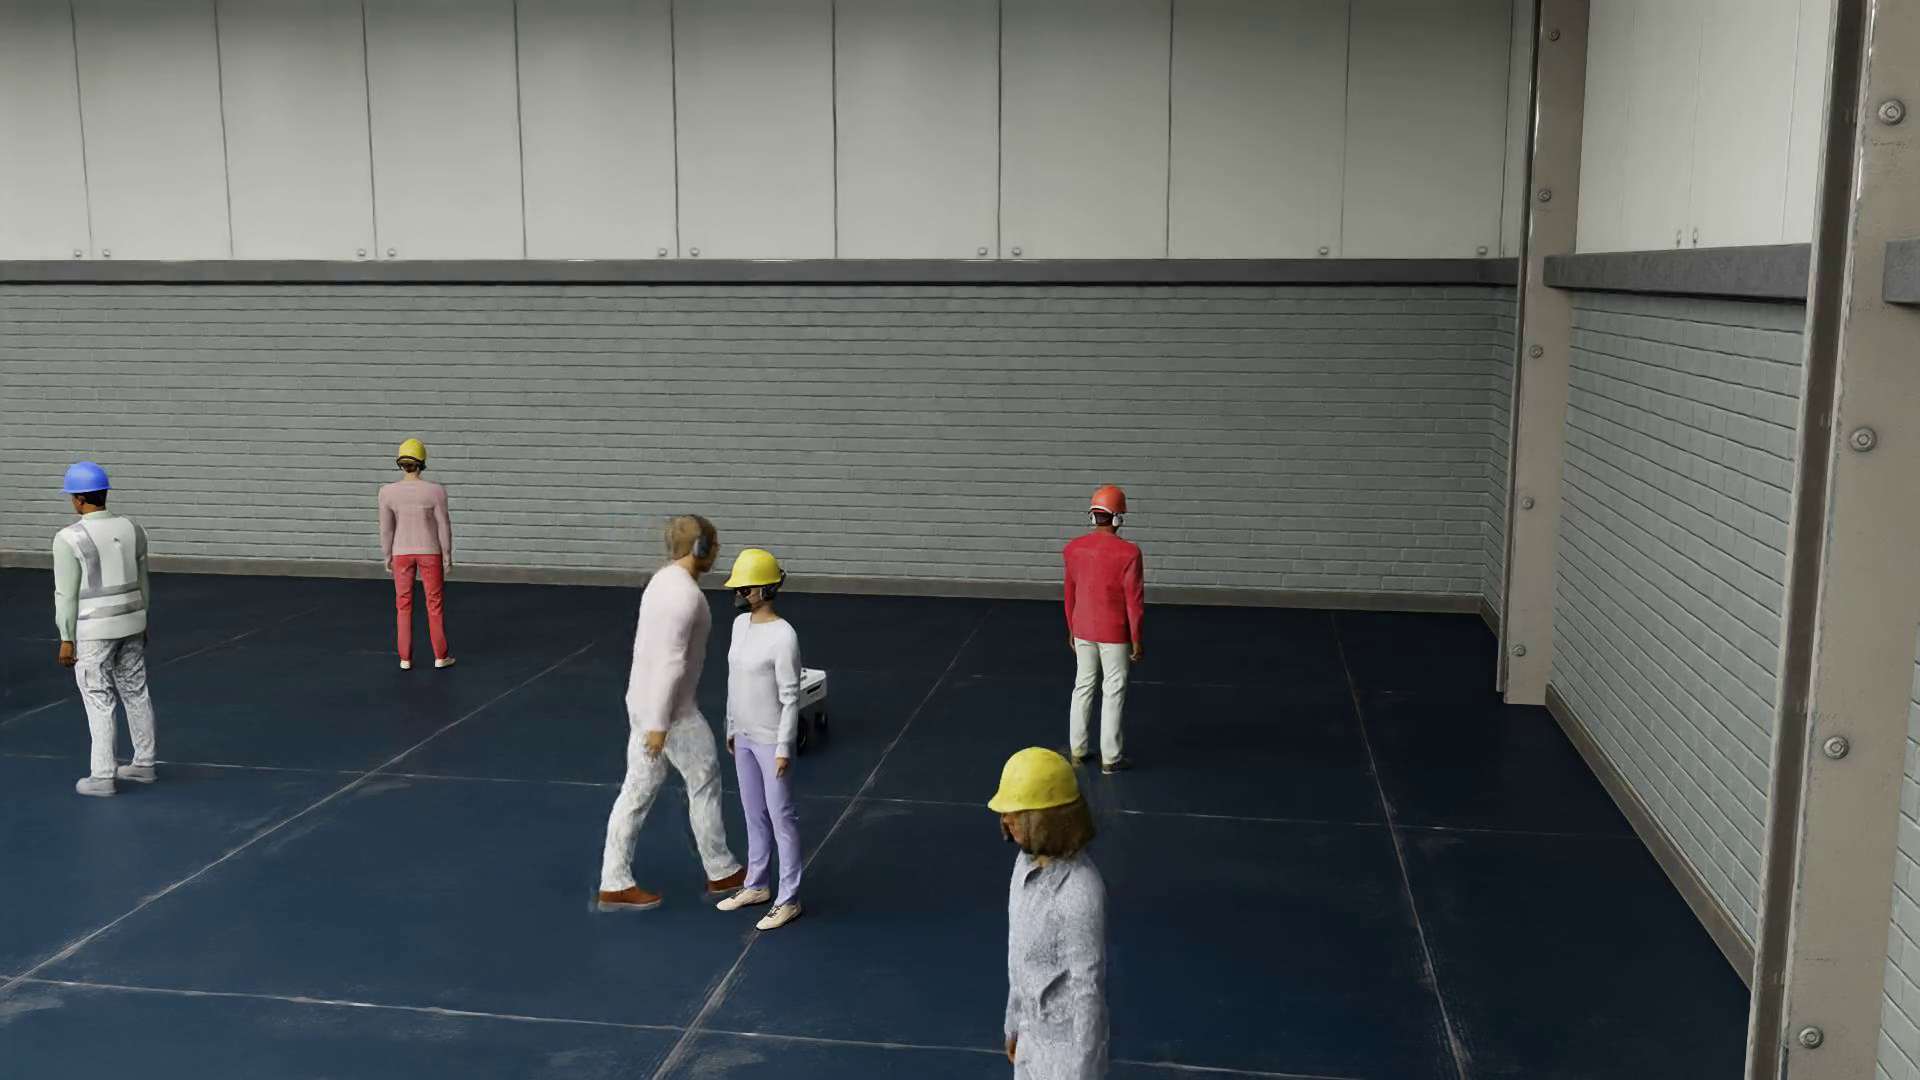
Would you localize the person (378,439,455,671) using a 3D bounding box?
[{"bbox_3d":[-4.117,0.116,12.623,0.523,1.769,0.314,-1,9,-6],"label":"person"}]

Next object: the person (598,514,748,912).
[{"bbox_3d":[-1.342,0.822,7.949,0.943,1.869,0.641,-5,10,-26],"label":"person"}]

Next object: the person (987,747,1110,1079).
[{"bbox_3d":[0.280,1.420,4.701,0.417,1.727,0.503,-3,10,-19],"label":"person"}]

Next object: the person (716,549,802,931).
[{"bbox_3d":[-0.927,0.913,7.714,0.309,1.769,0.523,-8,12,-39],"label":"person"}]

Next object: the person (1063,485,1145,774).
[{"bbox_3d":[0.891,0.537,10.114,0.568,1.744,0.350,8,12,40],"label":"person"}]

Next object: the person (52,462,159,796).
[{"bbox_3d":[-4.983,0.510,9.688,0.427,1.939,0.600,3,10,20],"label":"person"}]
